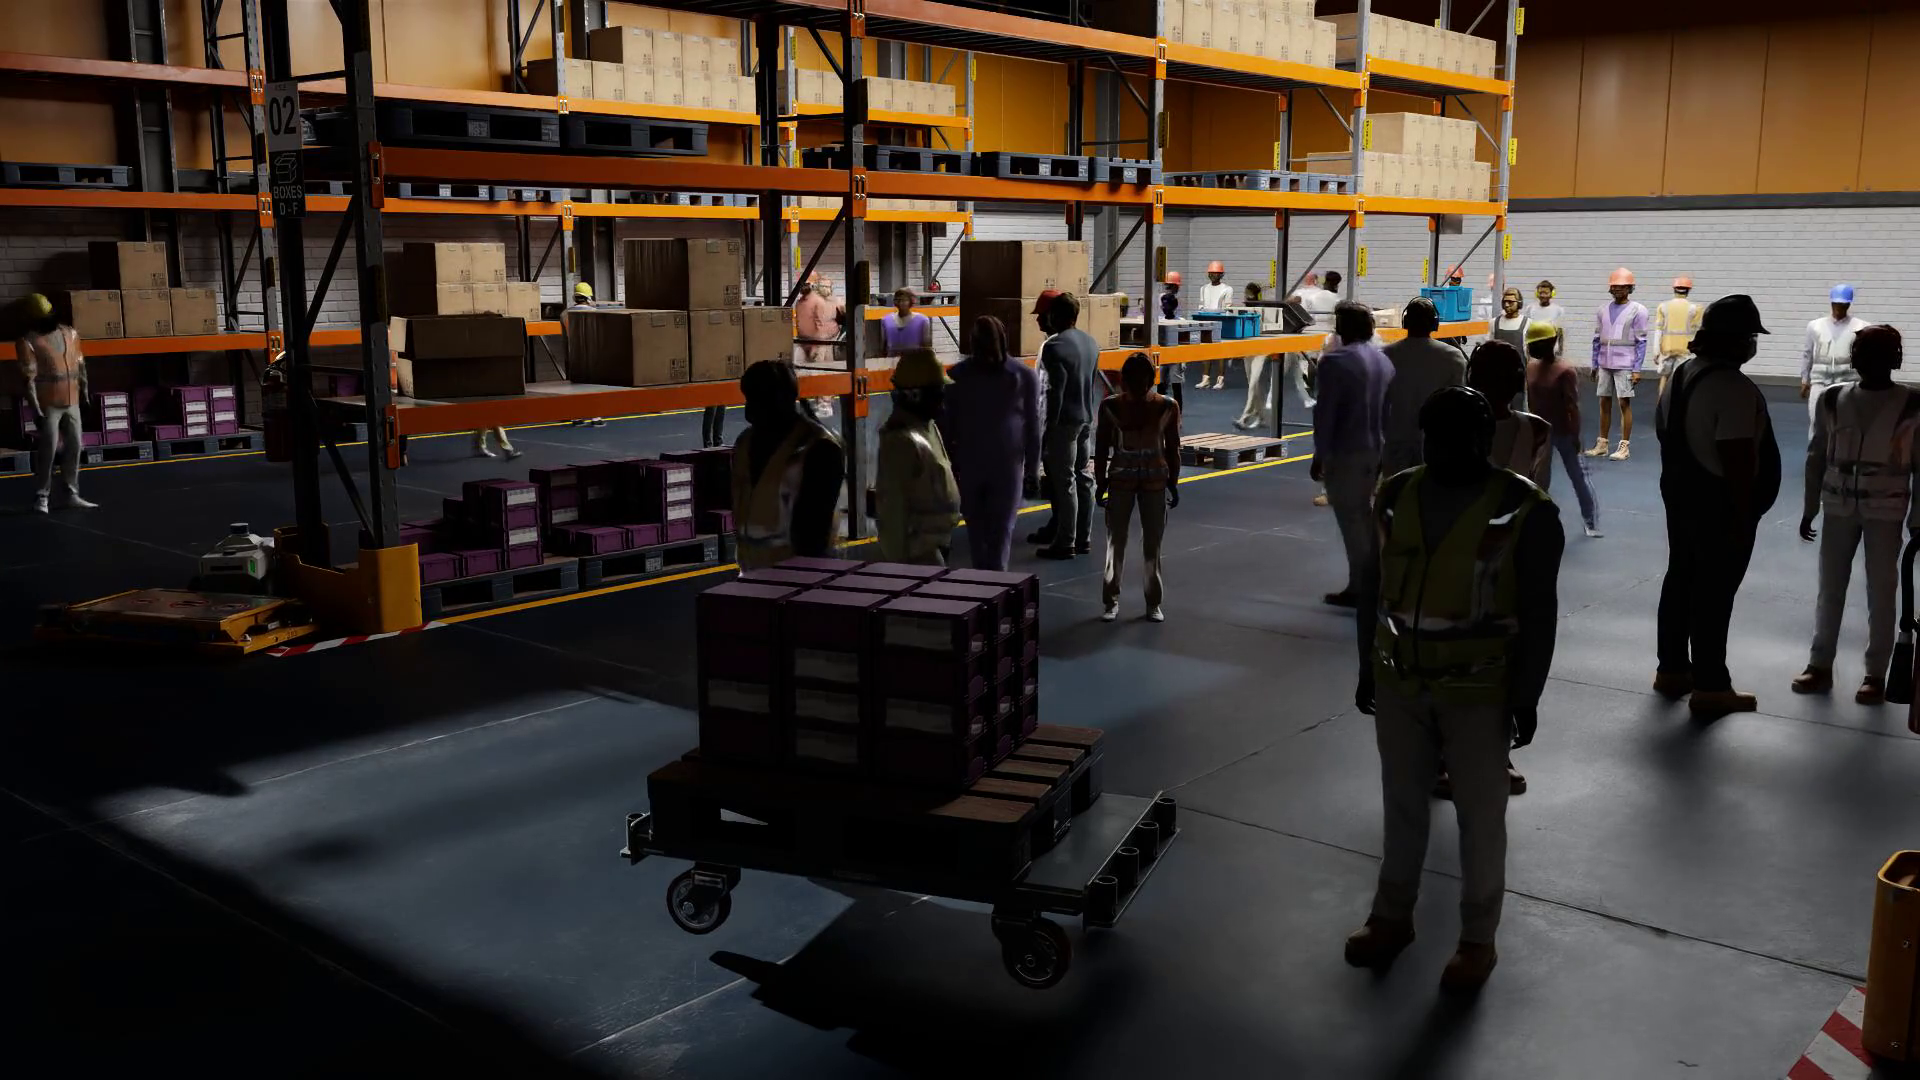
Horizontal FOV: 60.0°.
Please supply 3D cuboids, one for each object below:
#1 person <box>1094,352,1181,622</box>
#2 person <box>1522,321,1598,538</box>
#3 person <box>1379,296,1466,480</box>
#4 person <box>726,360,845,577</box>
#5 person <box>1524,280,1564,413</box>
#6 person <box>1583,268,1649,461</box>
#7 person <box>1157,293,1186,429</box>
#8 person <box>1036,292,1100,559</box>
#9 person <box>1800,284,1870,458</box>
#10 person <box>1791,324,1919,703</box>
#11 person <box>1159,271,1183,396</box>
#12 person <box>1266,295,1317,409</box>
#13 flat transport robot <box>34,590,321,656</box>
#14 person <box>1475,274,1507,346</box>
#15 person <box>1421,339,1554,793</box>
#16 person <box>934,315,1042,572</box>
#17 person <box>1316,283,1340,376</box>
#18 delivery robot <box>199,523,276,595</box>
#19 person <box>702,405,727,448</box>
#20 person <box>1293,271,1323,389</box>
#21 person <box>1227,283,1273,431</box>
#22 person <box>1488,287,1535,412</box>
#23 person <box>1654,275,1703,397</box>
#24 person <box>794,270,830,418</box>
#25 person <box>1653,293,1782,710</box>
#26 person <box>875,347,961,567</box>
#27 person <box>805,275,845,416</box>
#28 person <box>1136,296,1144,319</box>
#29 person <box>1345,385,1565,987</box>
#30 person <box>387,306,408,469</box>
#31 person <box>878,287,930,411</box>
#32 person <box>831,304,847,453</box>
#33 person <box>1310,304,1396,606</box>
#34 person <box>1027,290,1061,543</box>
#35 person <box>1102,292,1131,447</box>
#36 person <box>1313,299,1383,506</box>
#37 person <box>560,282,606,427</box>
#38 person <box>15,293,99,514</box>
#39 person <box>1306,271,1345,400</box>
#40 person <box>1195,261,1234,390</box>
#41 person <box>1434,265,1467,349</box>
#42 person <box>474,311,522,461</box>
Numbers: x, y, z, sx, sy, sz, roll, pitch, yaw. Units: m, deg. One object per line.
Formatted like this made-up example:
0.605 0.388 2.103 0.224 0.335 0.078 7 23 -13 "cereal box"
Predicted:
1.069 -0.315 10.042 0.523 1.639 0.309 0 10 2 "person"
4.608 -0.844 12.908 0.967 1.695 0.576 -6 11 -30 "person"
3.007 -0.631 10.993 0.629 1.940 0.373 4 11 22 "person"
-0.780 0.165 6.857 0.630 1.791 0.945 8 13 40 "person"
7.326 -2.338 20.970 0.566 1.834 0.761 6 12 31 "person"
6.982 -1.865 17.720 0.375 2.042 0.615 -6 12 -33 "person"
2.608 -2.228 20.772 0.537 1.695 0.320 7 12 34 "person"
0.776 -0.828 12.111 0.372 1.941 0.627 7 12 35 "person"
8.683 -1.582 16.505 0.625 1.912 0.902 6 12 33 "person"
4.515 -0.134 8.316 0.337 1.881 0.584 -10 14 -44 "person"
2.907 -2.840 23.588 0.504 1.928 0.589 -6 12 -31 "person"
4.687 -2.608 23.227 0.845 1.596 0.516 2 10 9 "person"
-4.489 0.456 9.549 1.431 0.197 0.652 3 10 17 "flat transport robot"
7.806 -2.942 24.306 0.556 1.881 0.981 6 12 32 "person"
2.173 0.115 6.906 0.574 1.883 0.356 -2 10 -9 "person"
0.163 -0.452 10.233 0.664 1.860 1.007 2 10 9 "person"
6.612 -3.761 29.407 0.851 1.731 0.534 1 10 7 "person"
-4.437 0.139 10.279 0.477 0.478 0.707 -2 10 -9 "delivery robot"
-2.604 -1.681 17.833 0.274 1.632 0.507 4 11 23 "person"
5.574 -3.338 26.512 0.663 1.894 0.515 8 13 39 "person"
3.569 -2.247 20.525 0.571 1.817 0.975 8 13 40 "person"
5.750 -1.714 17.423 0.505 1.845 0.346 7 12 34 "person"
9.260 -2.452 21.439 0.560 1.904 0.807 6 12 31 "person"
-2.082 -2.560 21.917 0.618 1.960 0.928 9 13 40 "person"
3.769 -0.199 8.238 0.538 2.000 0.690 -1 10 -5 "person"
-0.275 -0.026 7.935 0.857 1.803 0.587 1 10 5 "person"
-1.860 -2.642 22.570 0.690 1.890 0.680 1 10 7 "person"
2.426 -2.419 22.042 0.397 1.633 0.537 -5 11 -24 "person"
1.499 0.443 5.153 0.634 1.842 0.429 9 13 42 "person"
-5.853 -1.566 17.004 0.322 1.696 0.530 1 10 4 "person"
-0.616 -1.869 18.342 0.582 1.828 0.433 4 11 21 "person"
-1.250 -1.783 18.399 0.309 1.641 0.515 -4 11 -20 "person"
2.515 -0.530 10.549 0.670 1.903 0.461 -8 13 -38 "person"
0.699 -0.940 12.751 0.362 1.935 0.553 4 11 20 "person"
1.789 -1.920 18.881 0.532 1.751 0.402 9 14 43 "person"
3.452 -1.216 14.665 0.751 1.817 0.633 -9 14 -42 "person"
-4.733 -2.326 20.983 0.596 1.824 0.403 3 10 14 "person"
-7.758 -1.167 14.247 0.390 1.885 0.650 3 10 18 "person"
5.397 -3.013 24.607 0.585 1.914 0.822 3 10 14 "person"
4.055 -3.421 26.564 0.607 2.048 0.365 8 13 38 "person"
7.410 -3.143 25.130 0.608 1.996 0.379 -5 11 -25 "person"
-4.937 -1.632 17.675 0.842 1.582 0.588 5 11 26 "person"
